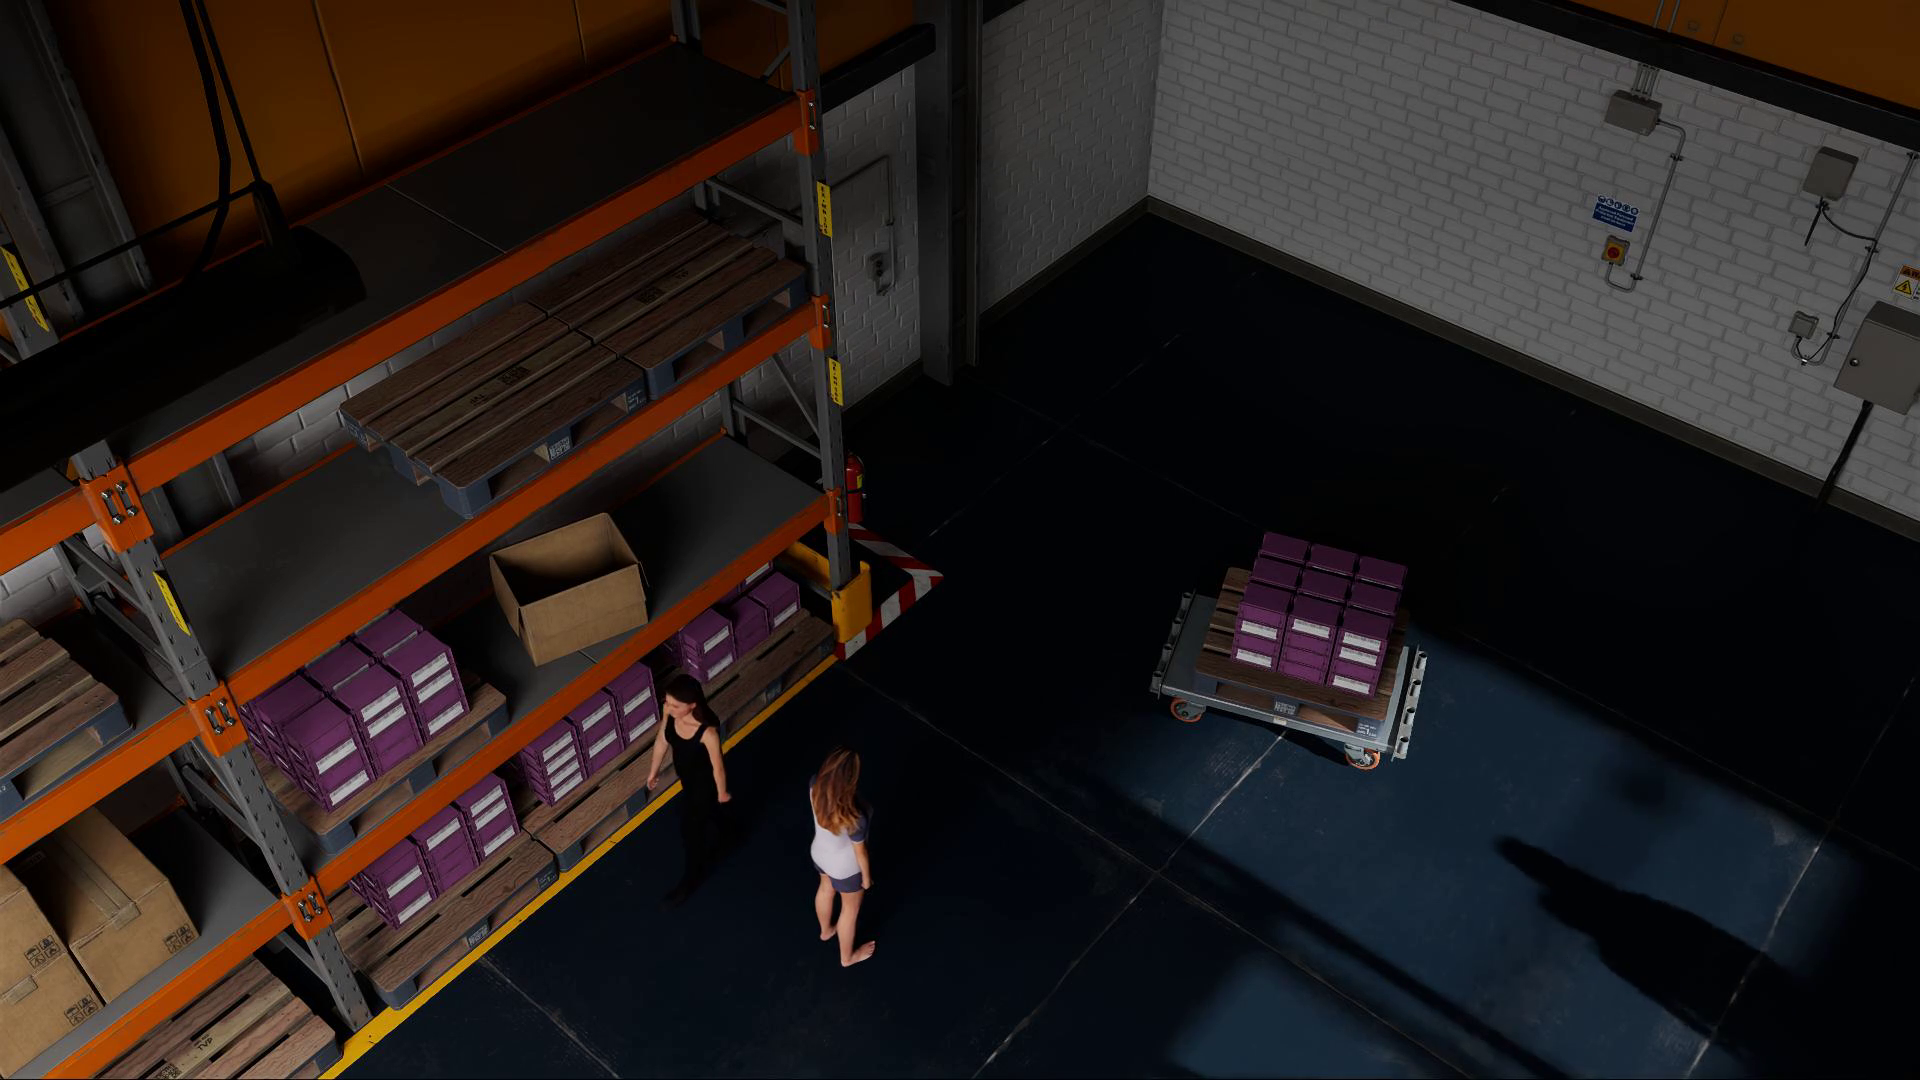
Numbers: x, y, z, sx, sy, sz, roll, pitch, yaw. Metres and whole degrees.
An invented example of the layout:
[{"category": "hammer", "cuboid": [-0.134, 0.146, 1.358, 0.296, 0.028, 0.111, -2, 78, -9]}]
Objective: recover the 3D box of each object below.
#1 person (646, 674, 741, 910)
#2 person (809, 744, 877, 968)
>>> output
[{"category": "person", "cuboid": [-1.454, 1.321, 9.592, 0.897, 1.672, 0.662, -32, 52, -29]}, {"category": "person", "cuboid": [-0.670, 1.736, 9.116, 0.576, 1.727, 0.618, -31, 52, -28]}]
